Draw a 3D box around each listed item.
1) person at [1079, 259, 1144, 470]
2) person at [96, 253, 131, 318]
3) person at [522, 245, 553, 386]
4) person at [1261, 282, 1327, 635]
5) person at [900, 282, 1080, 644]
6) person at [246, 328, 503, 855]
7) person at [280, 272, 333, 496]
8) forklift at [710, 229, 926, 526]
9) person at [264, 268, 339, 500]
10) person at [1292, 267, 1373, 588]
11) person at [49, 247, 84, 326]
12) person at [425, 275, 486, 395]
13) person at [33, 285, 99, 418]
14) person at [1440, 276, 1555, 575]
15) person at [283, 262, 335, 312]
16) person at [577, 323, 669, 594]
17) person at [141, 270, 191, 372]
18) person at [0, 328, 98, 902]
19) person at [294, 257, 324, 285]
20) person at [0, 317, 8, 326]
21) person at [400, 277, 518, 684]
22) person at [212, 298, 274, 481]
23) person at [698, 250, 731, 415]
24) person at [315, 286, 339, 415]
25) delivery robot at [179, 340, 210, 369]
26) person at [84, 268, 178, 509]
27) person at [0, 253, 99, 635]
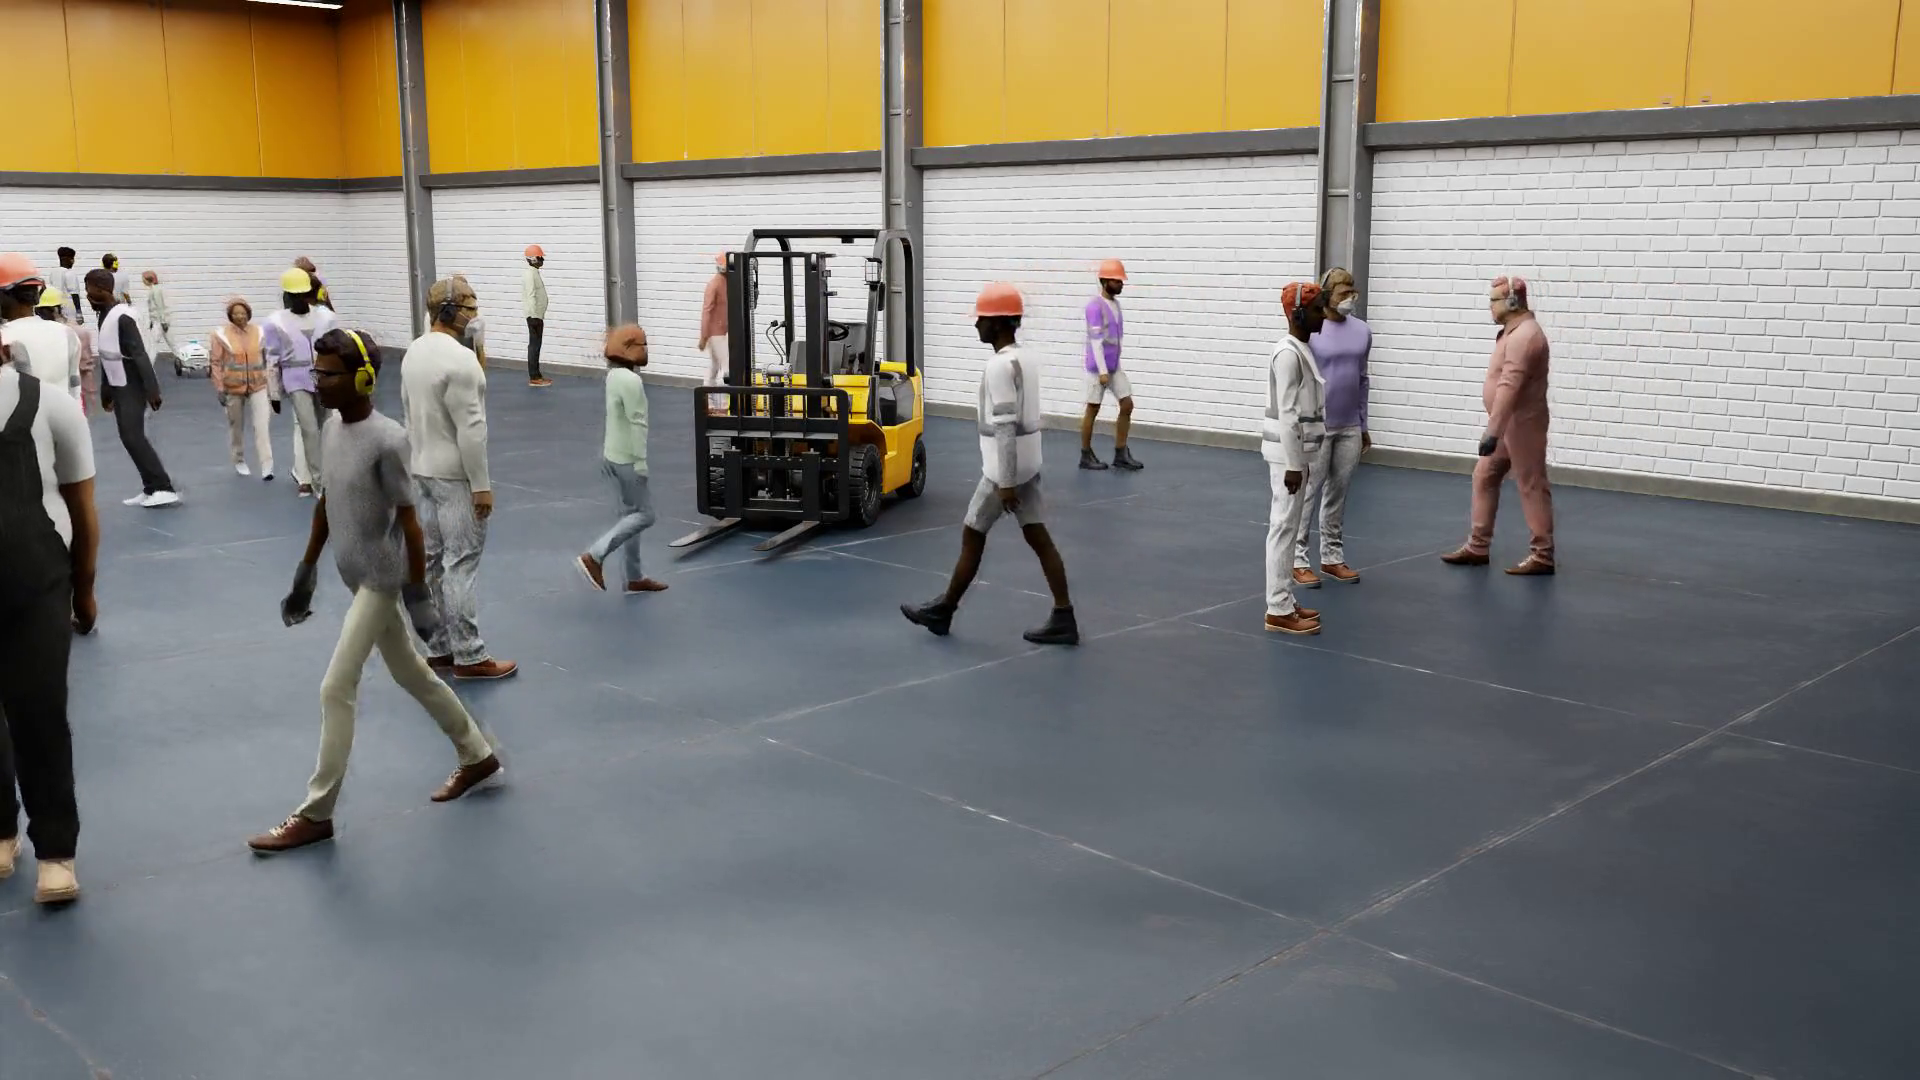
[{"bbox_3d":[1.378,-1.560,14.997,0.738,1.909,0.548,8,13,37],"label":"person"},{"bbox_3d":[-12.508,-3.295,24.602,0.516,1.863,0.325,-3,11,-15],"label":"person"},{"bbox_3d":[-6.019,-3.183,23.619,0.372,1.997,0.620,-2,11,-9],"label":"person"},{"bbox_3d":[1.811,-0.442,8.988,0.356,1.883,0.572,3,11,14],"label":"person"},{"bbox_3d":[0.191,-0.394,8.705,1.009,1.882,0.567,4,11,22],"label":"person"},{"bbox_3d":[-2.107,0.144,5.993,0.995,1.823,0.521,-9,14,-41],"label":"person"},{"bbox_3d":[-5.427,-1.304,13.899,0.525,1.810,0.986,-2,11,-13],"label":"person"},{"bbox_3d":[-1.050,-1.319,12.920,1.214,2.155,2.313,2,11,13],"label":"forklift"},{"bbox_3d":[-5.340,-1.274,13.543,0.596,1.882,0.979,-10,14,-43],"label":"person"},{"bbox_3d":[2.248,-0.682,10.141,0.638,1.937,0.356,-5,12,-27],"label":"person"},{"bbox_3d":[-13.565,-3.478,25.333,0.602,1.959,0.368,6,12,30],"label":"person"},{"bbox_3d":[-4.361,-1.392,14.418,0.523,1.802,0.980,-3,11,-14],"label":"person"},{"bbox_3d":[-7.050,-1.112,12.992,0.555,1.748,0.425,-4,11,-19],"label":"person"},{"bbox_3d":[3.413,-0.710,10.467,0.806,1.867,0.673,2,11,11],"label":"person"},{"bbox_3d":[-8.311,-2.662,21.351,0.959,1.792,0.635,5,12,26],"label":"person"},{"bbox_3d":[-1.991,-0.460,9.780,0.478,1.617,0.522,-5,11,-24],"label":"person"},{"bbox_3d":[-12.338,-3.351,25.657,0.808,1.599,0.534,-5,12,-27],"label":"person"},{"bbox_3d":[-3.144,0.156,5.294,0.698,2.000,0.804,-4,11,-19],"label":"person"},{"bbox_3d":[-9.532,-3.198,24.211,0.599,1.798,0.926,-8,13,-36],"label":"person"},{"bbox_3d":[-8.822,-1.549,15.019,0.655,1.879,1.004,-3,11,-18],"label":"person"},{"bbox_3d":[-2.433,-0.284,7.981,0.374,1.936,0.627,-9,14,-41],"label":"person"},{"bbox_3d":[-6.262,-1.315,14.581,0.539,1.590,0.925,-7,12,-32],"label":"person"},{"bbox_3d":[-2.809,-2.402,19.449,0.480,1.976,0.632,0,10,1],"label":"person"},{"bbox_3d":[-6.802,-1.921,17.724,0.312,1.636,0.518,-5,11,-24],"label":"person"},{"bbox_3d":[-11.558,-2.780,25.100,0.477,0.478,0.707,-6,12,-31],"label":"delivery robot"},{"bbox_3d":[-6.551,-1.180,13.088,0.457,1.852,0.623,-9,14,-40],"label":"person"},{"bbox_3d":[-4.840,-0.463,8.668,0.391,2.039,0.615,2,11,12],"label":"person"}]
